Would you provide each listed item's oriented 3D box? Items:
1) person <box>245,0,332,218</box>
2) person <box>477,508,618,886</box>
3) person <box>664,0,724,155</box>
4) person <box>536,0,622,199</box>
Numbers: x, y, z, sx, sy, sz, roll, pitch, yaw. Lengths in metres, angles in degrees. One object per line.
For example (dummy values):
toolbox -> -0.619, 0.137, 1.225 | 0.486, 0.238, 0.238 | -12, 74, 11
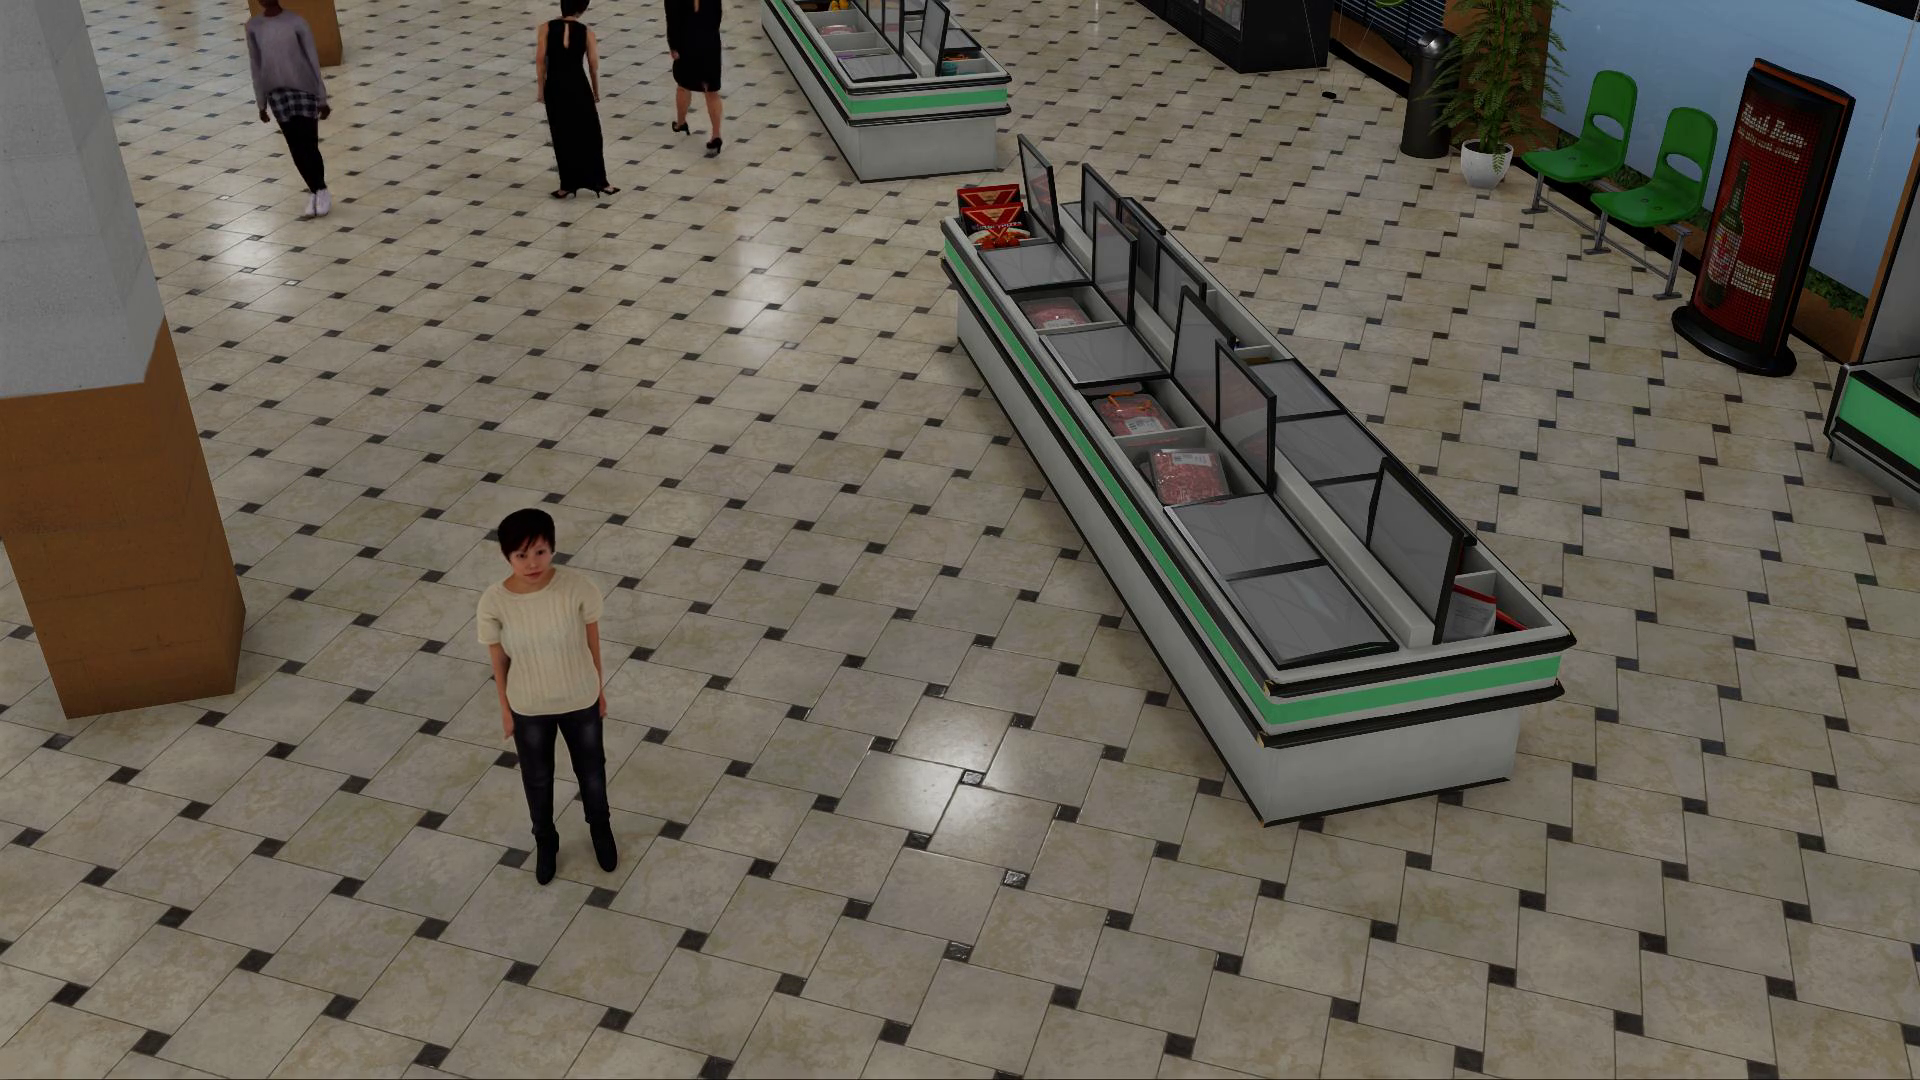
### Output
person -> -4.825, -3.250, 12.125 | 0.711, 1.762, 0.691 | 1, 32, 2
person -> -1.497, 0.584, 6.130 | 0.591, 1.586, 0.459 | -8, 33, -13
person -> -2.067, -3.907, 13.295 | 0.881, 1.643, 1.052 | -20, 37, -29
person -> -2.952, -3.306, 12.391 | 0.694, 1.577, 0.572 | -19, 37, -28
